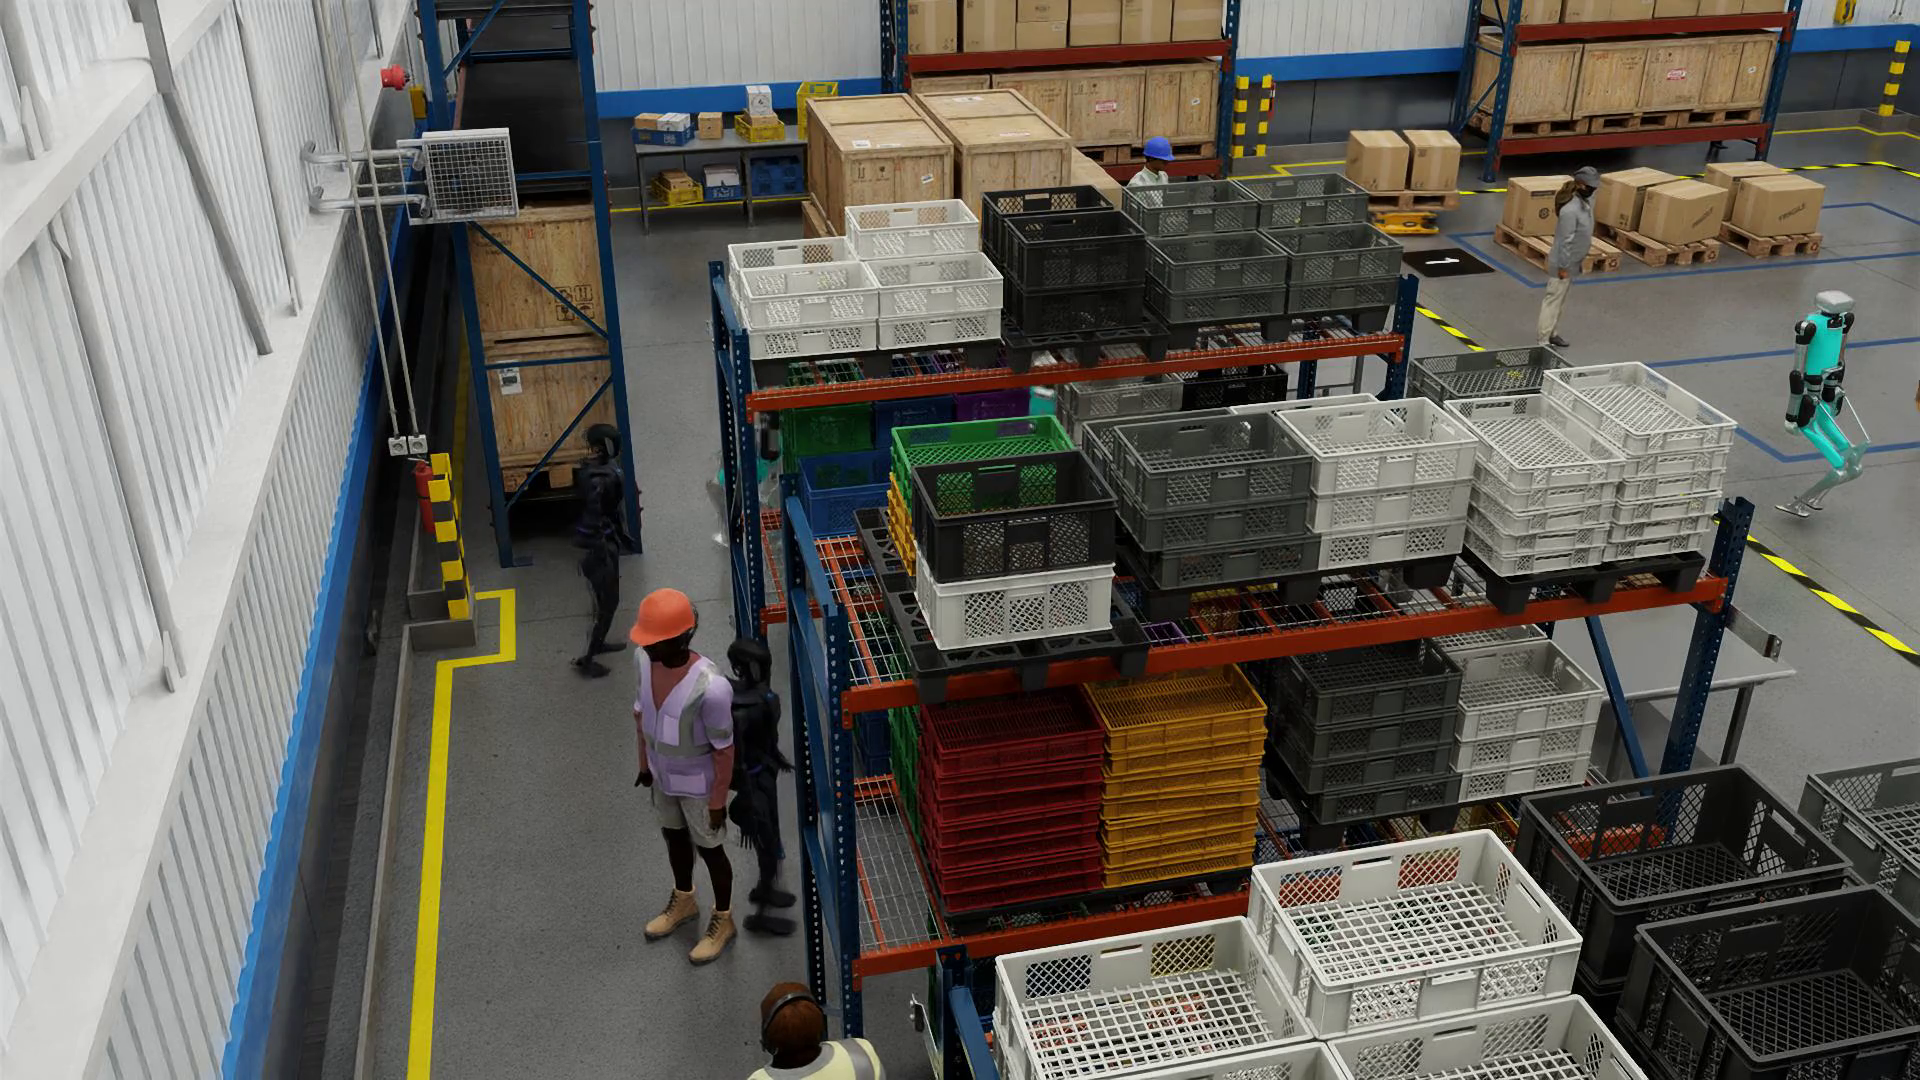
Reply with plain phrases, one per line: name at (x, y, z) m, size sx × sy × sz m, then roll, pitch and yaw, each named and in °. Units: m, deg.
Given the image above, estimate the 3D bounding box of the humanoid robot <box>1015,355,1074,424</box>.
humanoid robot at (0.728, -0.519, 11.441) m, size 0.544 × 1.722 × 1.001 m, roll 16°, pitch 32°, yaw 28°

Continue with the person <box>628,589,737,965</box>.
person at (-1.348, 1.138, 7.994) m, size 0.614 × 2.040 × 0.389 m, roll 20°, pitch 34°, yaw 32°

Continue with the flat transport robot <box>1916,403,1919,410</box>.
flat transport robot at (8.747, -0.934, 13.790) m, size 0.652 × 0.197 × 1.431 m, roll -6°, pitch 28°, yaw -12°

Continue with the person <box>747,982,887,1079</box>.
person at (-0.565, 2.319, 5.960) m, size 0.621 × 1.844 × 0.429 m, roll -17°, pitch 32°, yaw -29°

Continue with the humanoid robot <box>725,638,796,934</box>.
humanoid robot at (-1.010, 1.190, 8.277) m, size 0.314 × 1.653 × 0.609 m, roll 4°, pitch 28°, yaw 7°

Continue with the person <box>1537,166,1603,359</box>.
person at (5.591, -2.574, 15.323) m, size 0.400 × 1.764 × 0.565 m, roll 16°, pitch 32°, yaw 27°

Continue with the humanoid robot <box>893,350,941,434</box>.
humanoid robot at (-0.274, -0.616, 11.736) m, size 0.608 × 1.641 × 0.613 m, roll -2°, pitch 28°, yaw -3°

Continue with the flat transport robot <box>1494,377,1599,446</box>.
flat transport robot at (4.780, -1.036, 14.013) m, size 0.659 × 0.231 × 1.431 m, roll -6°, pitch 28°, yaw -12°

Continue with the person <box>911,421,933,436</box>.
person at (-0.185, 0.002, 10.310) m, size 0.356 × 1.884 × 0.574 m, roll -1°, pitch 28°, yaw -1°

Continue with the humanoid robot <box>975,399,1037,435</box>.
humanoid robot at (0.282, -0.279, 10.856) m, size 0.533 × 1.677 × 0.735 m, roll 7°, pitch 29°, yaw 13°

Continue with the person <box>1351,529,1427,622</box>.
person at (2.692, 0.055, 10.264) m, size 0.588 × 1.834 × 0.403 m, roll -7°, pitch 29°, yaw -13°

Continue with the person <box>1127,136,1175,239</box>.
person at (1.769, -2.824, 15.618) m, size 0.412 × 1.939 × 0.602 m, roll 19°, pitch 33°, yaw 31°

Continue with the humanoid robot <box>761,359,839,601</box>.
humanoid robot at (-1.072, -0.337, 11.182) m, size 0.684 × 1.881 × 0.542 m, roll -11°, pitch 30°, yaw -20°

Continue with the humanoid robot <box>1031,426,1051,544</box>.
humanoid robot at (0.472, 0.016, 10.560) m, size 0.751 × 1.631 × 0.587 m, roll -7°, pitch 29°, yaw -13°

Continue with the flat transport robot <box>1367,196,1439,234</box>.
flat transport robot at (5.039, -3.862, 19.343) m, size 0.652 × 0.197 × 1.431 m, roll -1°, pitch 28°, yaw -3°

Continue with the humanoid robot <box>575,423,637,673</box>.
humanoid robot at (-2.264, 0.021, 10.509) m, size 0.396 × 1.642 × 0.597 m, roll 1°, pitch 28°, yaw 1°

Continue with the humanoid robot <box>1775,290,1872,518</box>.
humanoid robot at (6.371, -0.935, 12.102) m, size 0.533 × 1.677 × 0.735 m, roll -14°, pitch 31°, yaw -25°

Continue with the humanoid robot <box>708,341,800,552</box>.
humanoid robot at (-1.510, -0.704, 11.830) m, size 1.010 × 1.743 × 0.572 m, roll -3°, pitch 28°, yaw -7°
